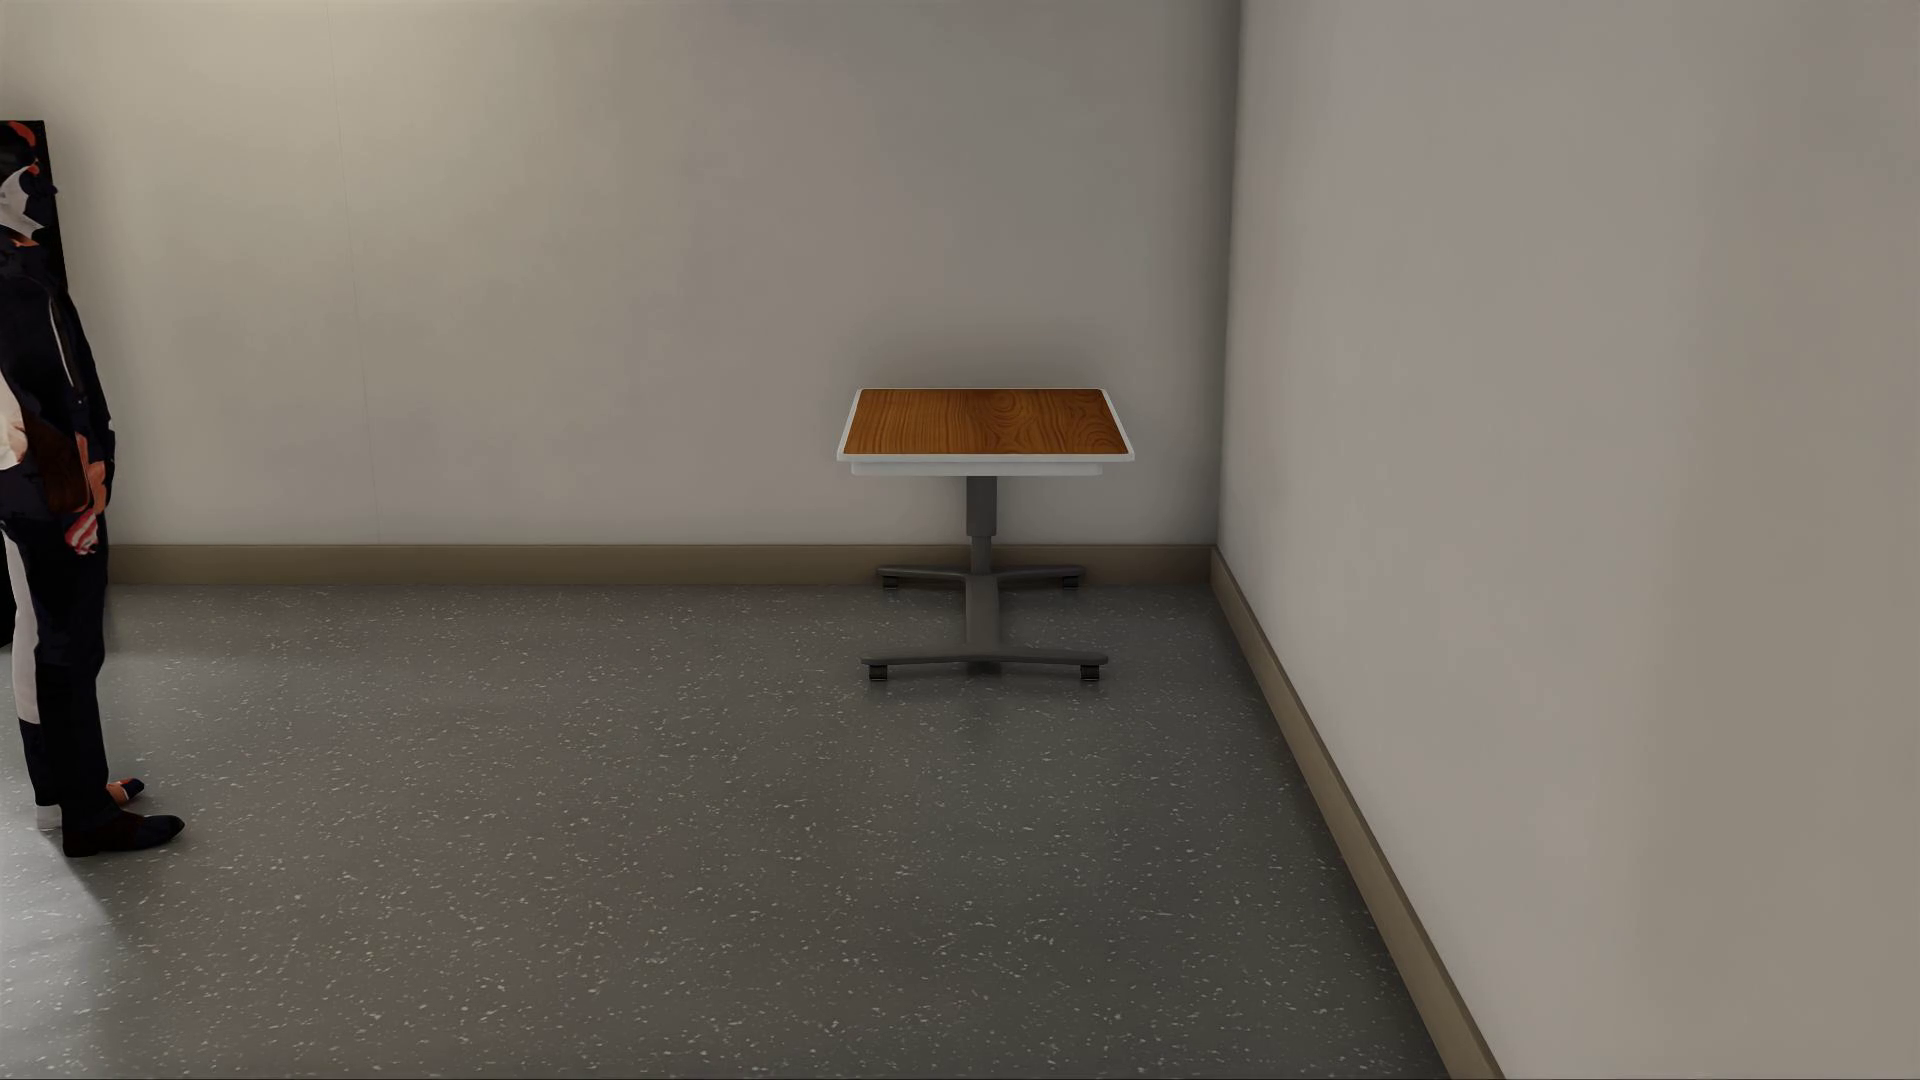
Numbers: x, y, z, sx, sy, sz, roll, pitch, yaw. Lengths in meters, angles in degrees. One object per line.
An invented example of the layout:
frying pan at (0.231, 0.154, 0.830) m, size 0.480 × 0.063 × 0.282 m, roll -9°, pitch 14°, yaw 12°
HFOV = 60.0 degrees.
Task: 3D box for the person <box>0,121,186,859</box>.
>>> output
person at (-2.384, -0.118, 4.324) m, size 0.813 × 1.893 × 0.776 m, roll -13°, pitch 20°, yaw -38°
